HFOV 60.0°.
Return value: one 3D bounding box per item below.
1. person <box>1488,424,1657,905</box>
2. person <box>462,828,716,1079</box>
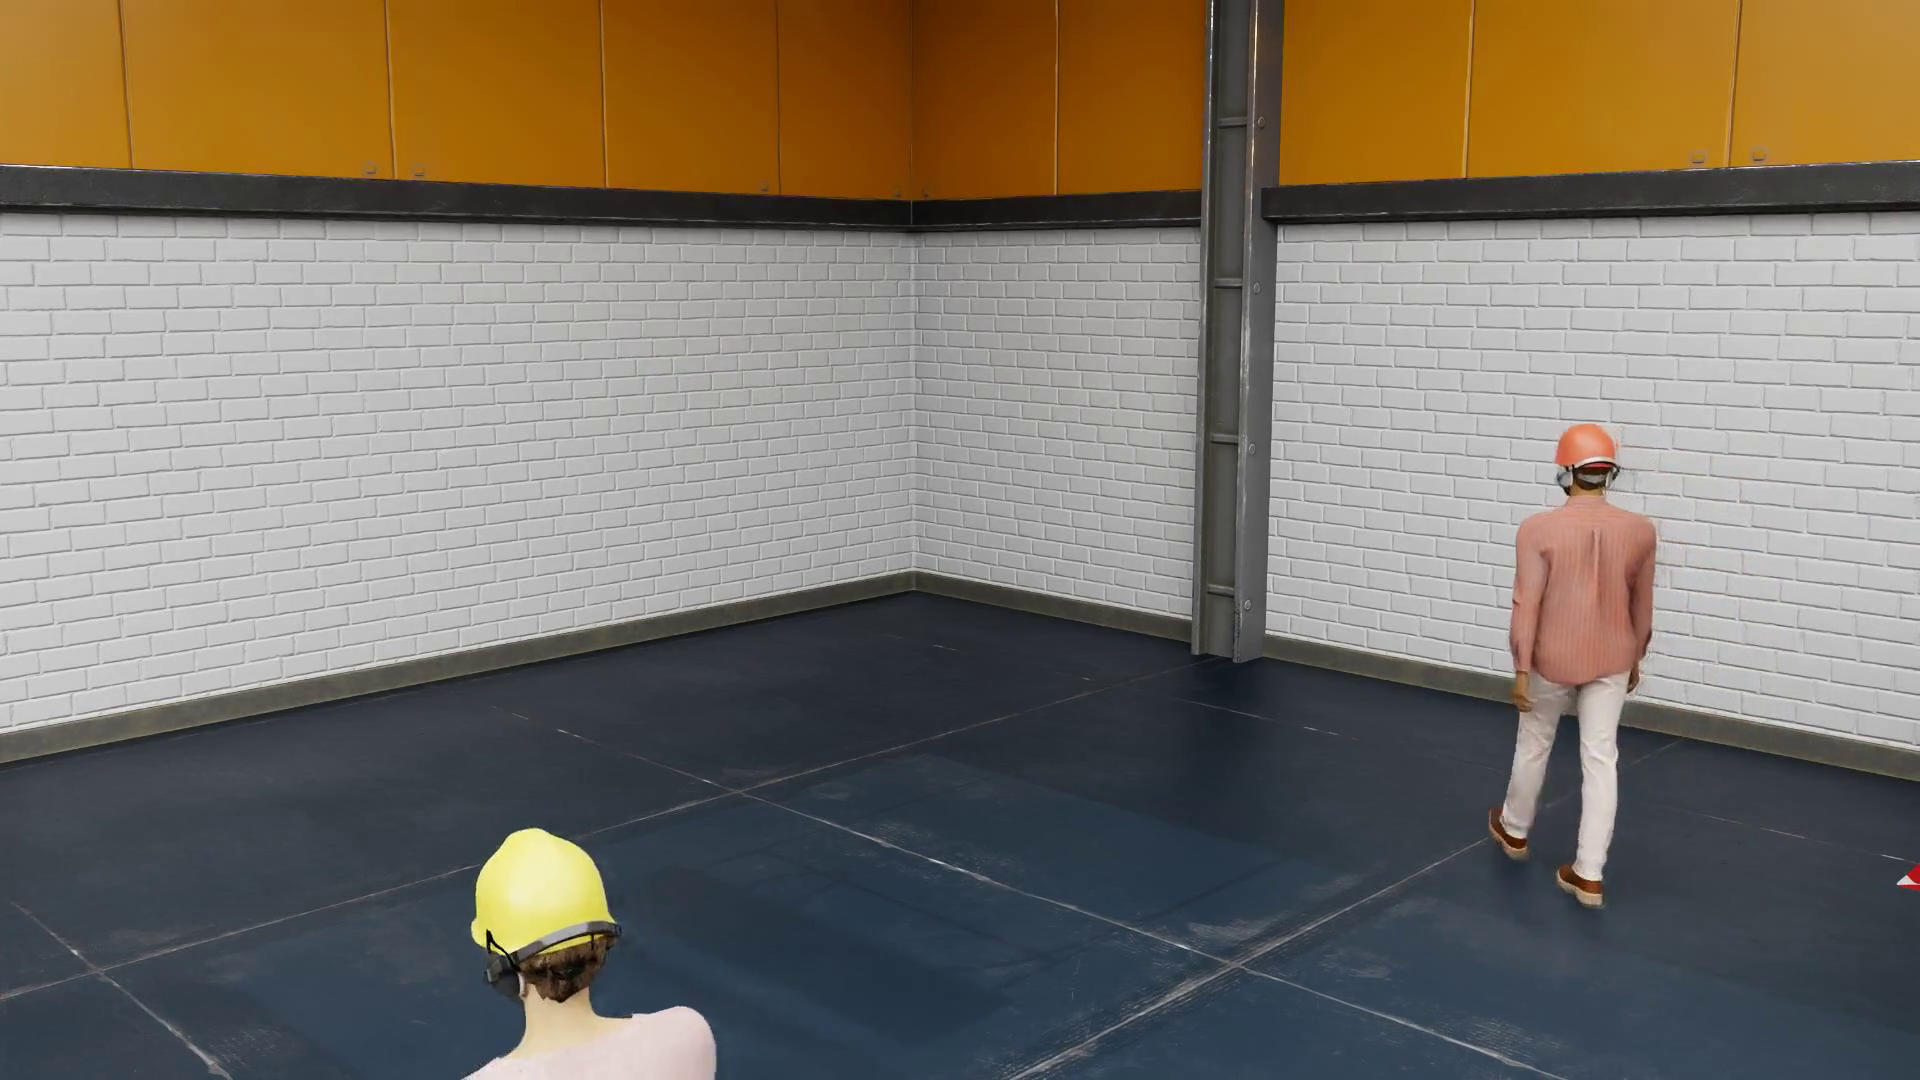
[{"bbox_3d":[2.599,0.480,7.099,0.650,1.956,0.943,0,9,1],"label":"person"},{"bbox_3d":[-0.576,1.322,2.635,0.526,1.740,0.769,-6,11,-31],"label":"person"}]
